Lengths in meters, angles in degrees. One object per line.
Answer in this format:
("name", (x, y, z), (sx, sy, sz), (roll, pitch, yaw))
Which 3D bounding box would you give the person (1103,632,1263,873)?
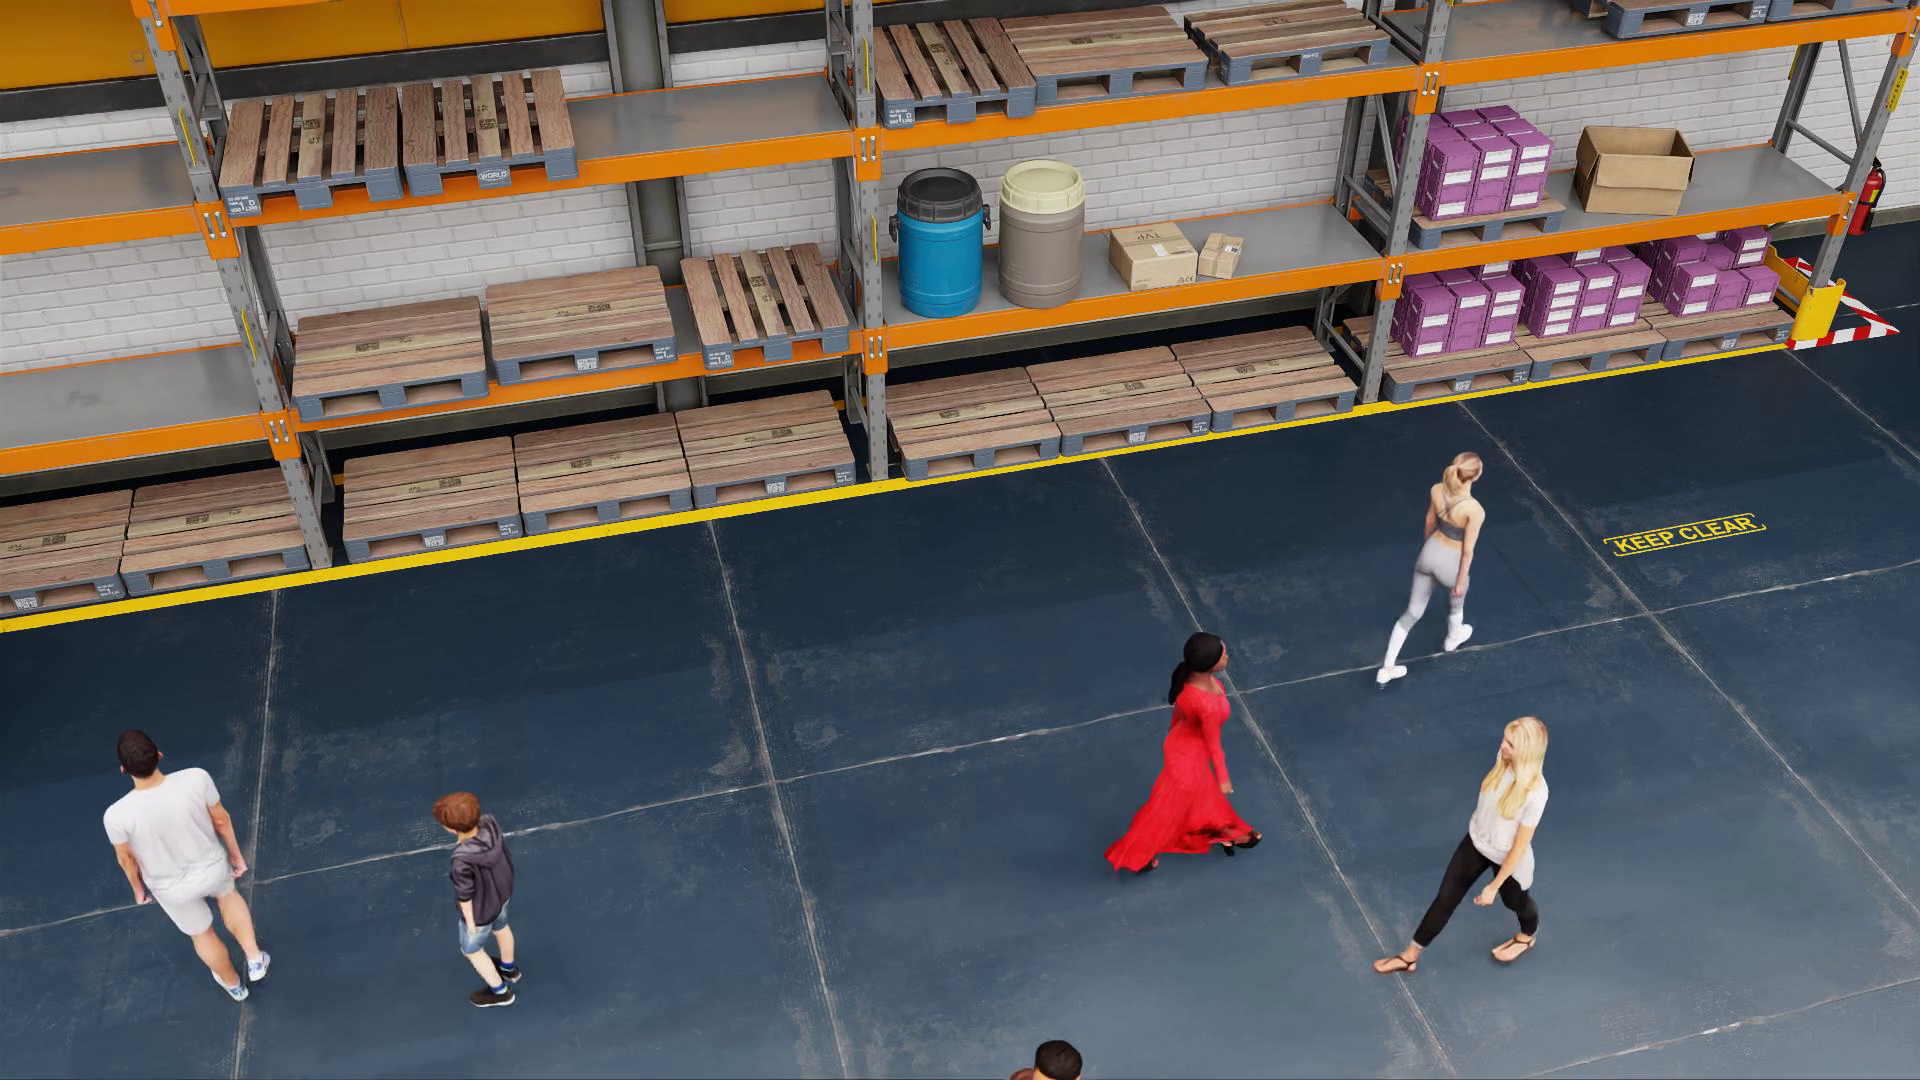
("person", (1.145, 1.212, 8.980), (1.196, 1.732, 0.771), (-3, 39, -4))

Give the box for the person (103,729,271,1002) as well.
("person", (-3.811, 1.699, 8.272), (0.789, 1.844, 0.876), (-31, 48, -33))

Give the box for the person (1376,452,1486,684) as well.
("person", (2.919, 0.205, 10.290), (1.189, 1.660, 0.897), (-26, 46, -29))

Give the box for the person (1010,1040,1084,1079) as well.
("person", (0.388, 2.678, 7.101), (0.776, 1.775, 0.815), (24, 45, 27))

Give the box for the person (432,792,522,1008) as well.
("person", (-2.391, 1.814, 8.447), (0.721, 1.446, 0.670), (14, 41, 17))

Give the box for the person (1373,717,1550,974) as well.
("person", (2.826, 1.597, 8.458), (1.192, 1.770, 0.681), (-13, 40, -16))
